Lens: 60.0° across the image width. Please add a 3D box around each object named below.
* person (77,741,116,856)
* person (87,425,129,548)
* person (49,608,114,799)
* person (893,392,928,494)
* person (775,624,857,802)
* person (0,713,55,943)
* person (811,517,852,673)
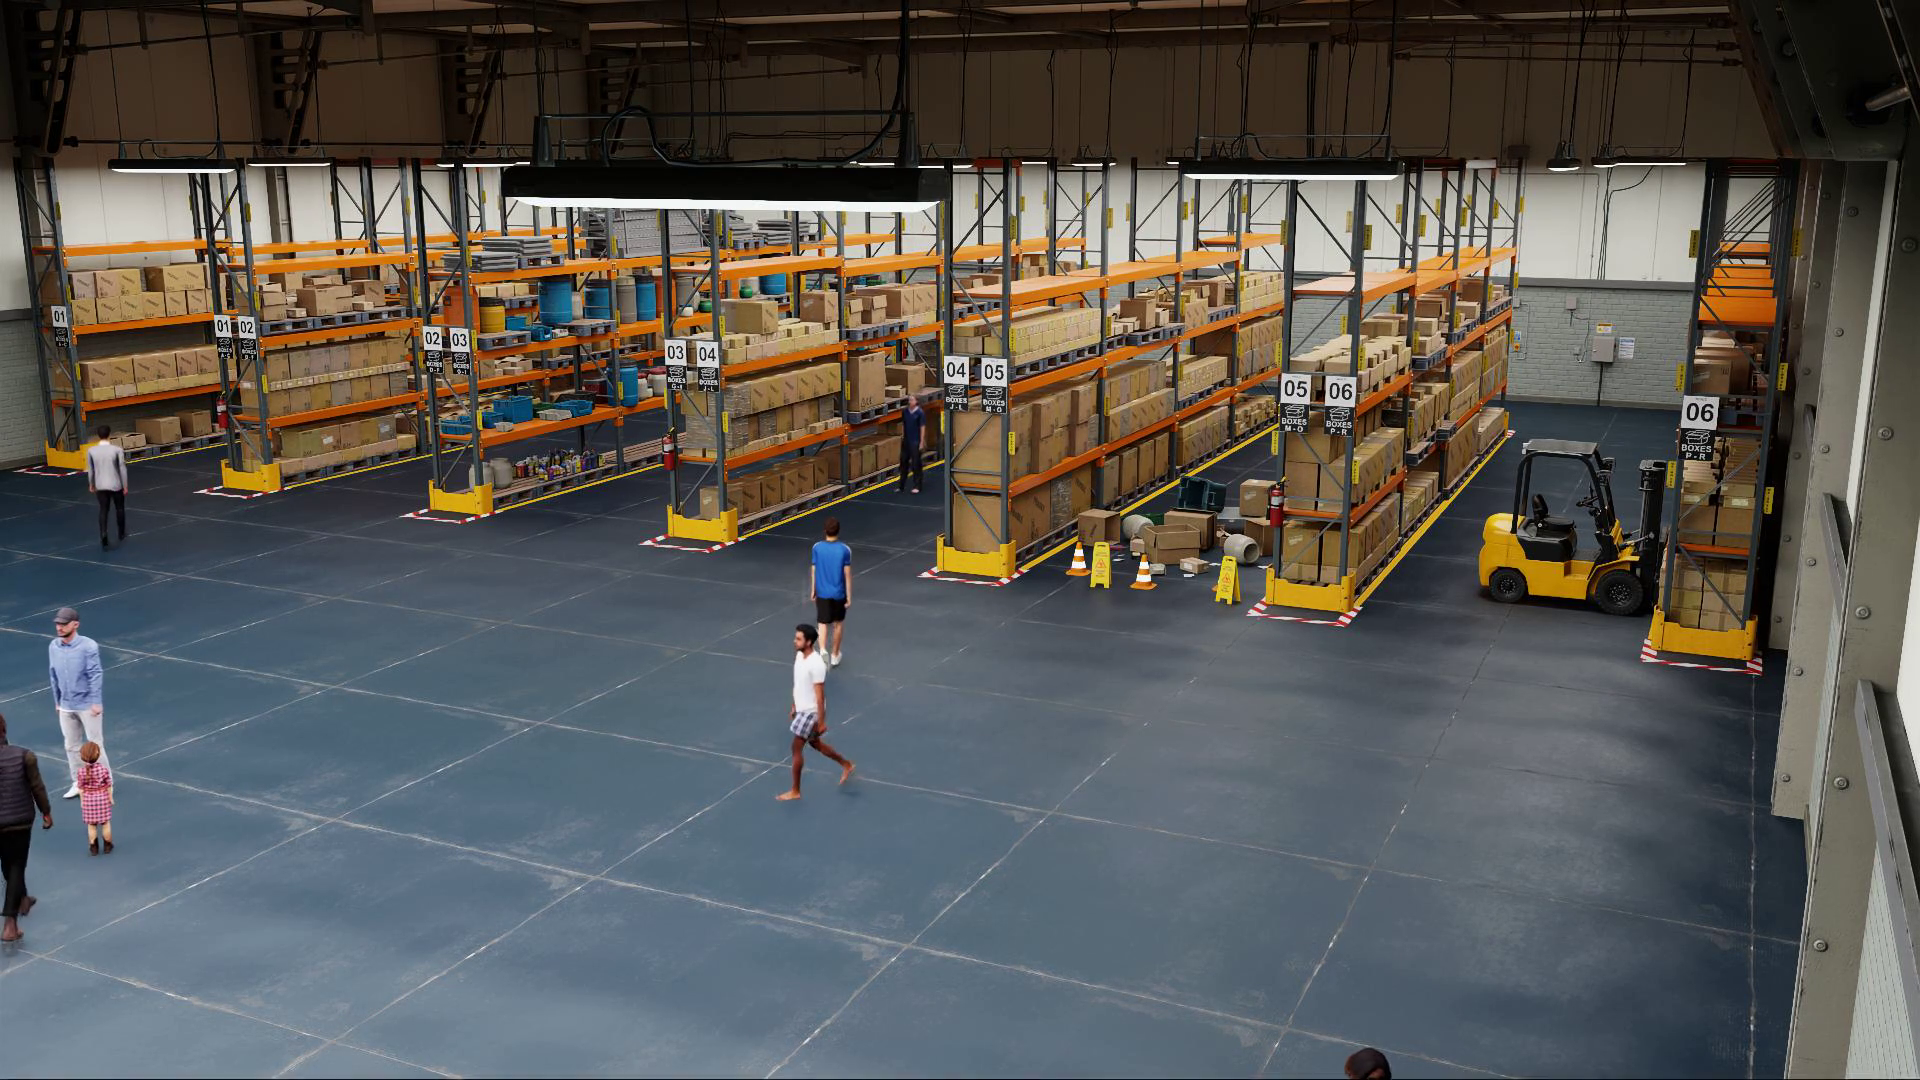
[{"bbox_3d":[-7.627,2.273,14.684,0.494,1.021,0.555,-5,14,-19],"label":"person"},{"bbox_3d":[-13.441,-0.849,26.191,1.193,1.913,1.312,-3,13,-13],"label":"person"},{"bbox_3d":[-8.419,1.548,15.902,0.721,1.884,0.699,1,13,5],"label":"person"},{"bbox_3d":[-0.818,-1.775,30.317,0.705,1.855,0.875,7,15,29],"label":"person"},{"bbox_3d":[-1.363,1.629,15.953,1.162,1.703,1.066,-5,14,-22],"label":"person"},{"bbox_3d":[-7.467,2.270,12.995,1.179,1.791,1.306,-3,13,-12],"label":"person"},{"bbox_3d":[-1.555,0.659,19.822,0.954,1.847,1.225,1,13,3],"label":"person"}]
